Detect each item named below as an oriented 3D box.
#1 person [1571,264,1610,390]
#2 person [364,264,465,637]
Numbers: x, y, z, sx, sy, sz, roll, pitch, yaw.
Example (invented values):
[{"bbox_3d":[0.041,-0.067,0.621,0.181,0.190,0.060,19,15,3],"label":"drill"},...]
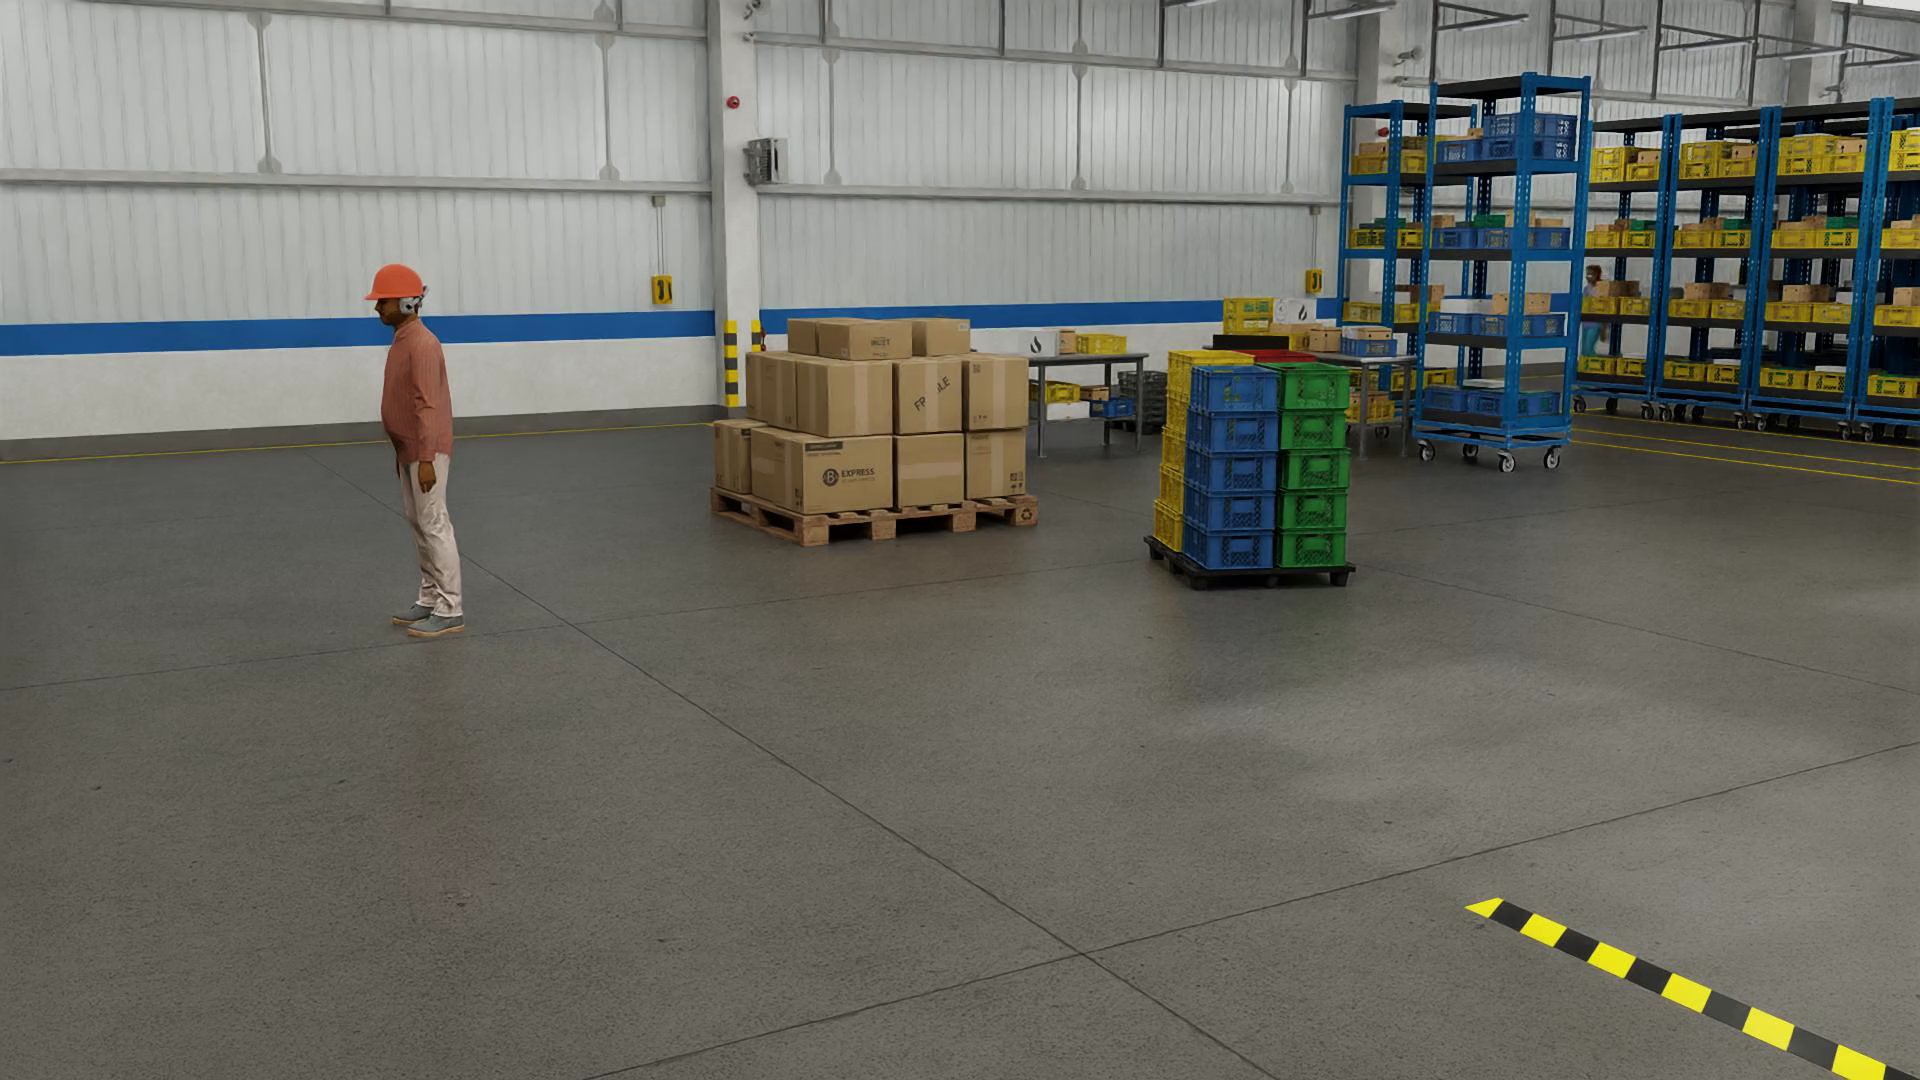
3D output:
[{"bbox_3d":[9.087,-3.033,23.841,0.670,1.823,0.584,-1,10,-7],"label":"person"},{"bbox_3d":[-2.932,-0.477,8.924,0.416,1.985,0.611,-6,12,-31],"label":"person"}]
